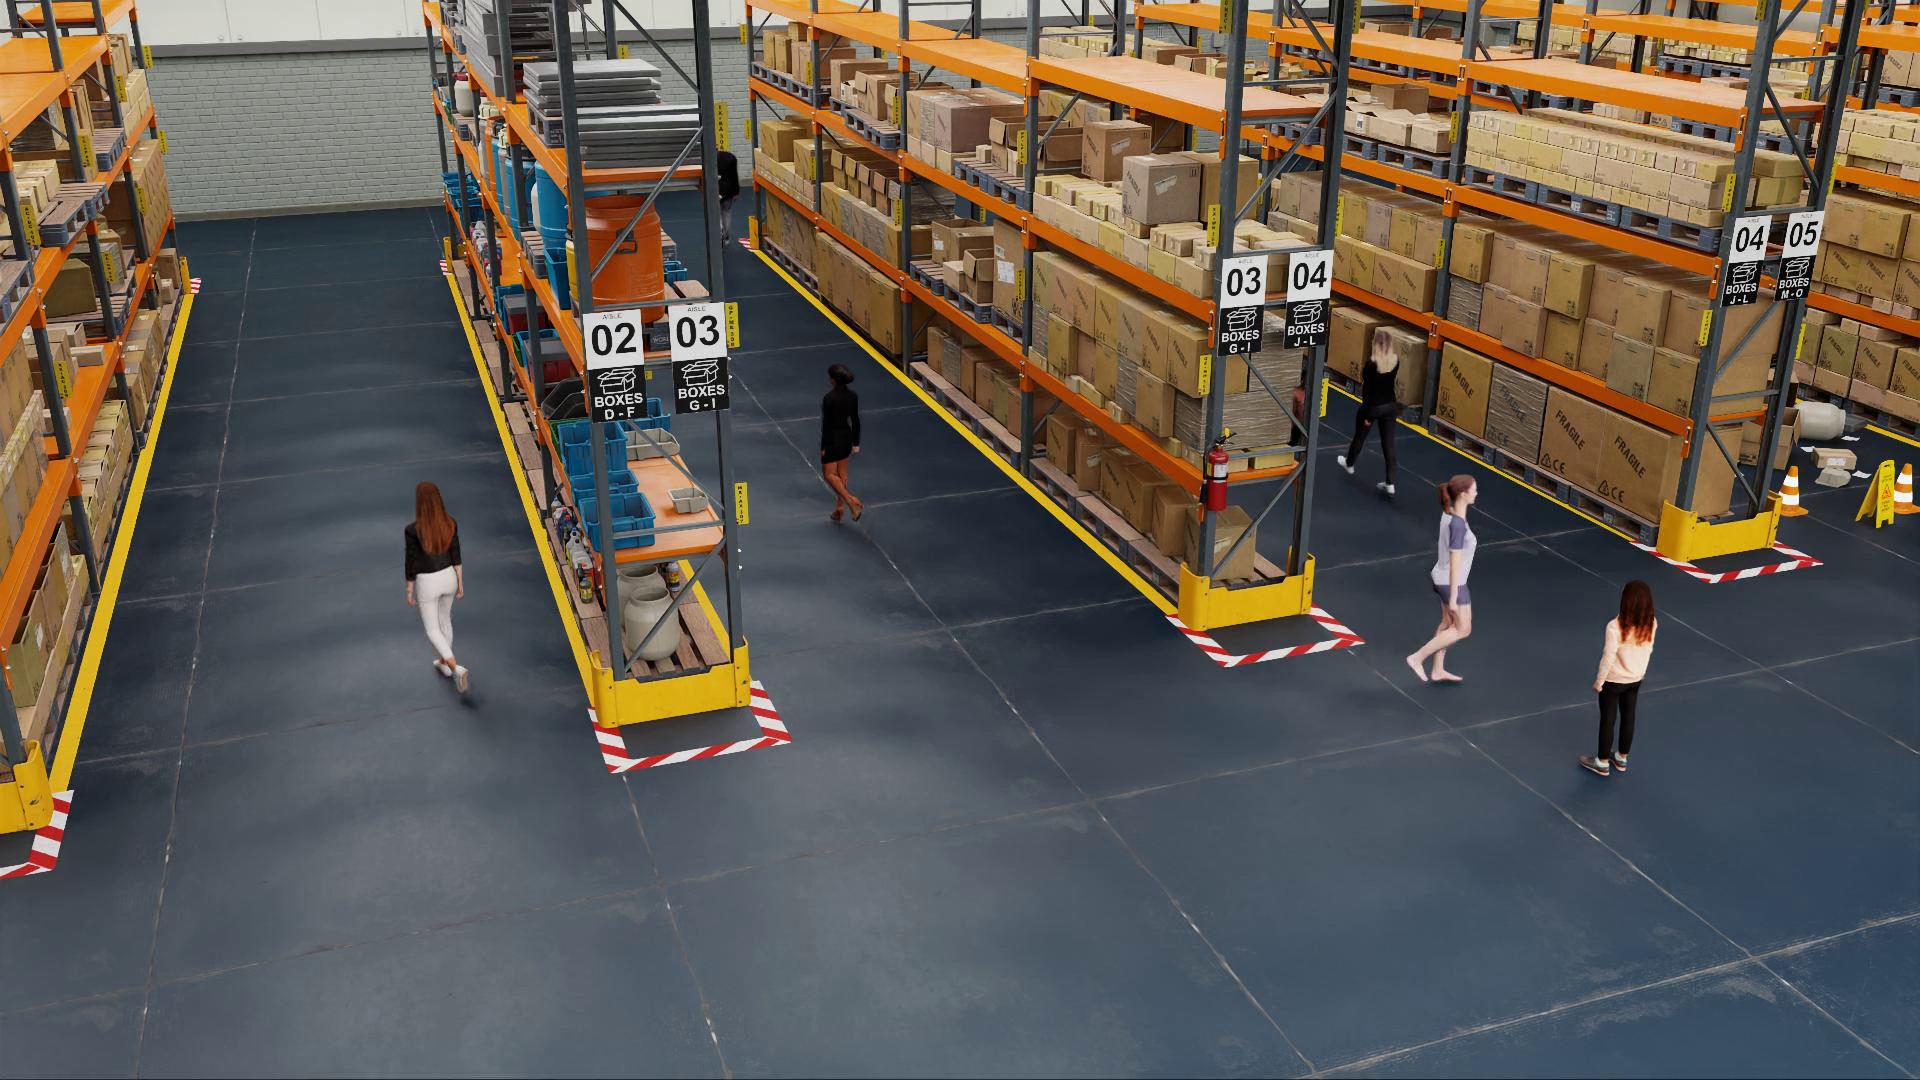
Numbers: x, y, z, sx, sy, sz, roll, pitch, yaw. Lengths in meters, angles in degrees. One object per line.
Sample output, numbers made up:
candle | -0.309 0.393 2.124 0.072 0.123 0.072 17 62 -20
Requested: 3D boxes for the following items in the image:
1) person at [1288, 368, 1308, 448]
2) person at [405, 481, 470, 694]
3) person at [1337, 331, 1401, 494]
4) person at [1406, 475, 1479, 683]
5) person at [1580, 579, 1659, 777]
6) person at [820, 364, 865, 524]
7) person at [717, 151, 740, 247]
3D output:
person | 3.534 -1.204 17.364 0.591 1.232 0.869 -4 23 -10
person | -4.029 0.385 12.889 0.839 1.678 1.102 -18 28 -37
person | 4.332 -1.264 16.982 0.607 1.632 1.145 -8 23 -18
person | 3.732 0.334 12.915 0.788 1.752 0.752 2 22 5
person | 4.671 0.961 11.737 0.564 1.484 0.498 -8 24 -19
person | -1.132 -0.877 16.046 0.754 1.625 0.917 -18 28 -37
person | -3.978 -5.842 27.780 0.838 1.932 0.999 -4 23 -10
